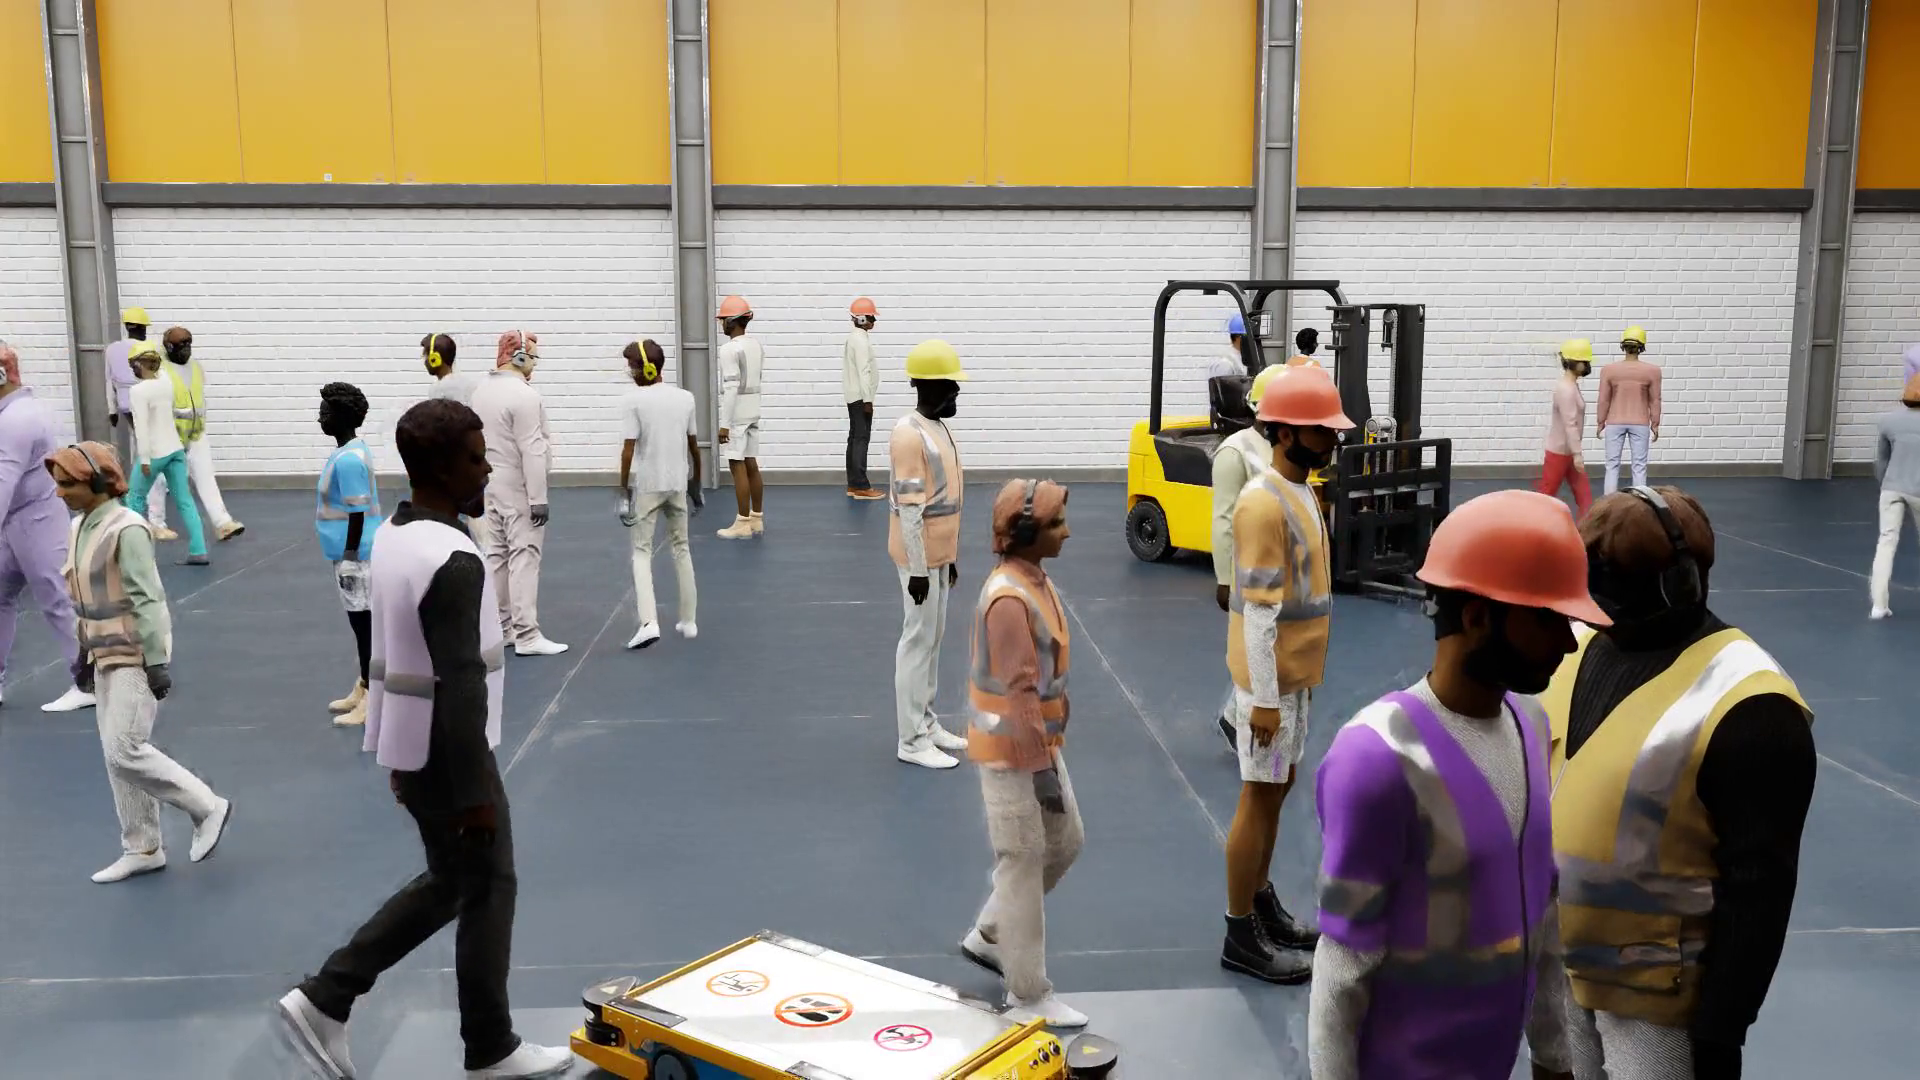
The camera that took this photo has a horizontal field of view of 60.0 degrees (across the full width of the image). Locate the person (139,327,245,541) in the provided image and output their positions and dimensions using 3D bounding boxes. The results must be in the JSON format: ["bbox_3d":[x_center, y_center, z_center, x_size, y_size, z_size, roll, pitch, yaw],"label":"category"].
[{"bbox_3d":[-6.425,-0.864,13.772,0.961,1.783,0.627,5,10,28],"label":"person"}]

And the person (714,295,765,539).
[{"bbox_3d":[-1.877,-1.027,14.001,0.382,2.041,0.616,3,10,19],"label":"person"}]

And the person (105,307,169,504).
[{"bbox_3d":[-7.905,-1.308,16.210,0.606,1.902,0.805,3,9,17],"label":"person"}]

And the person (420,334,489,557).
[{"bbox_3d":[-3.472,-0.461,11.145,0.949,1.817,0.494,4,10,22],"label":"person"}]

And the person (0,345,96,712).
[{"bbox_3d":[-4.791,-0.035,8.324,0.888,1.871,0.668,-6,11,-32],"label":"person"}]

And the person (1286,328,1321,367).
[{"bbox_3d":[3.461,-1.300,16.821,0.322,1.689,0.530,-4,10,-25],"label":"person"}]

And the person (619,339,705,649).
[{"bbox_3d":[-1.751,-0.279,9.950,0.665,1.847,0.577,-6,11,-35],"label":"person"}]

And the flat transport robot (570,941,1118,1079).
[{"bbox_3d":[-0.324,1.372,4.481,1.431,0.197,0.652,7,11,36],"label":"flat transport robot"}]

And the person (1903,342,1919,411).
[{"bbox_3d":[8.889,-1.139,15.124,0.633,1.920,0.678,8,12,41],"label":"person"}]

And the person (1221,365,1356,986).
[{"bbox_3d":[1.041,0.416,5.272,0.373,1.934,0.551,4,10,23],"label":"person"}]

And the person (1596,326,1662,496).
[{"bbox_3d":[5.952,-1.019,14.818,0.534,1.767,0.319,4,10,23],"label":"person"}]

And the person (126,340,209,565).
[{"bbox_3d":[-6.136,-0.637,12.580,0.838,1.715,0.535,1,9,7],"label":"person"}]

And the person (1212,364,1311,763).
[{"bbox_3d":[1.387,0.123,7.464,0.617,1.821,0.426,-8,12,-43],"label":"person"}]

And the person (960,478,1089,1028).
[{"bbox_3d":[0.194,0.629,4.895,0.359,1.634,0.537,2,9,14],"label":"person"}]

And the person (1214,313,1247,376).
[{"bbox_3d":[2.284,-0.974,14.097,0.958,1.915,0.603,5,10,28],"label":"person"}]

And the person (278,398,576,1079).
[{"bbox_3d":[-1.419,0.575,4.396,0.667,1.901,0.595,-5,11,-31],"label":"person"}]

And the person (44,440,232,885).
[{"bbox_3d":[-3.021,0.440,6.067,0.540,1.622,0.419,8,12,42],"label":"person"}]

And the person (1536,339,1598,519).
[{"bbox_3d":[4.711,-0.660,12.684,0.891,1.717,0.554,4,10,26],"label":"person"}]

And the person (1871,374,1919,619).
[{"bbox_3d":[6.220,-0.294,10.817,0.830,1.590,0.507,-7,12,-39],"label":"person"}]

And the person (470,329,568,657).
[{"bbox_3d":[-2.578,-0.275,9.735,0.399,1.899,0.644,-8,12,-42],"label":"person"}]

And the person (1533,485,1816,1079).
[{"bbox_3d":[1.248,0.807,3.139,0.429,1.838,0.622,-3,9,-17],"label":"person"}]

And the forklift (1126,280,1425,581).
[{"bbox_3d":[2.301,-0.860,12.475,1.214,2.155,2.313,-6,11,-35],"label":"forklift"}]

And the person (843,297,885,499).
[{"bbox_3d":[-0.969,-1.403,16.511,0.382,1.994,0.613,-3,9,-16],"label":"person"}]

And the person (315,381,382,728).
[{"bbox_3d":[-3.002,0.069,8.207,0.318,1.697,0.535,-4,10,-22],"label":"person"}]

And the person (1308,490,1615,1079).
[{"bbox_3d":[0.821,0.844,2.795,0.550,1.879,1.014,-8,12,-42],"label":"person"}]

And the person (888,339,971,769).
[{"bbox_3d":[-0.130,0.058,7.552,0.371,1.927,0.588,2,9,12],"label":"person"}]

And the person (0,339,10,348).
[{"bbox_3d":[-9.094,-1.206,15.452,0.371,1.939,0.629,4,10,24],"label":"person"}]
